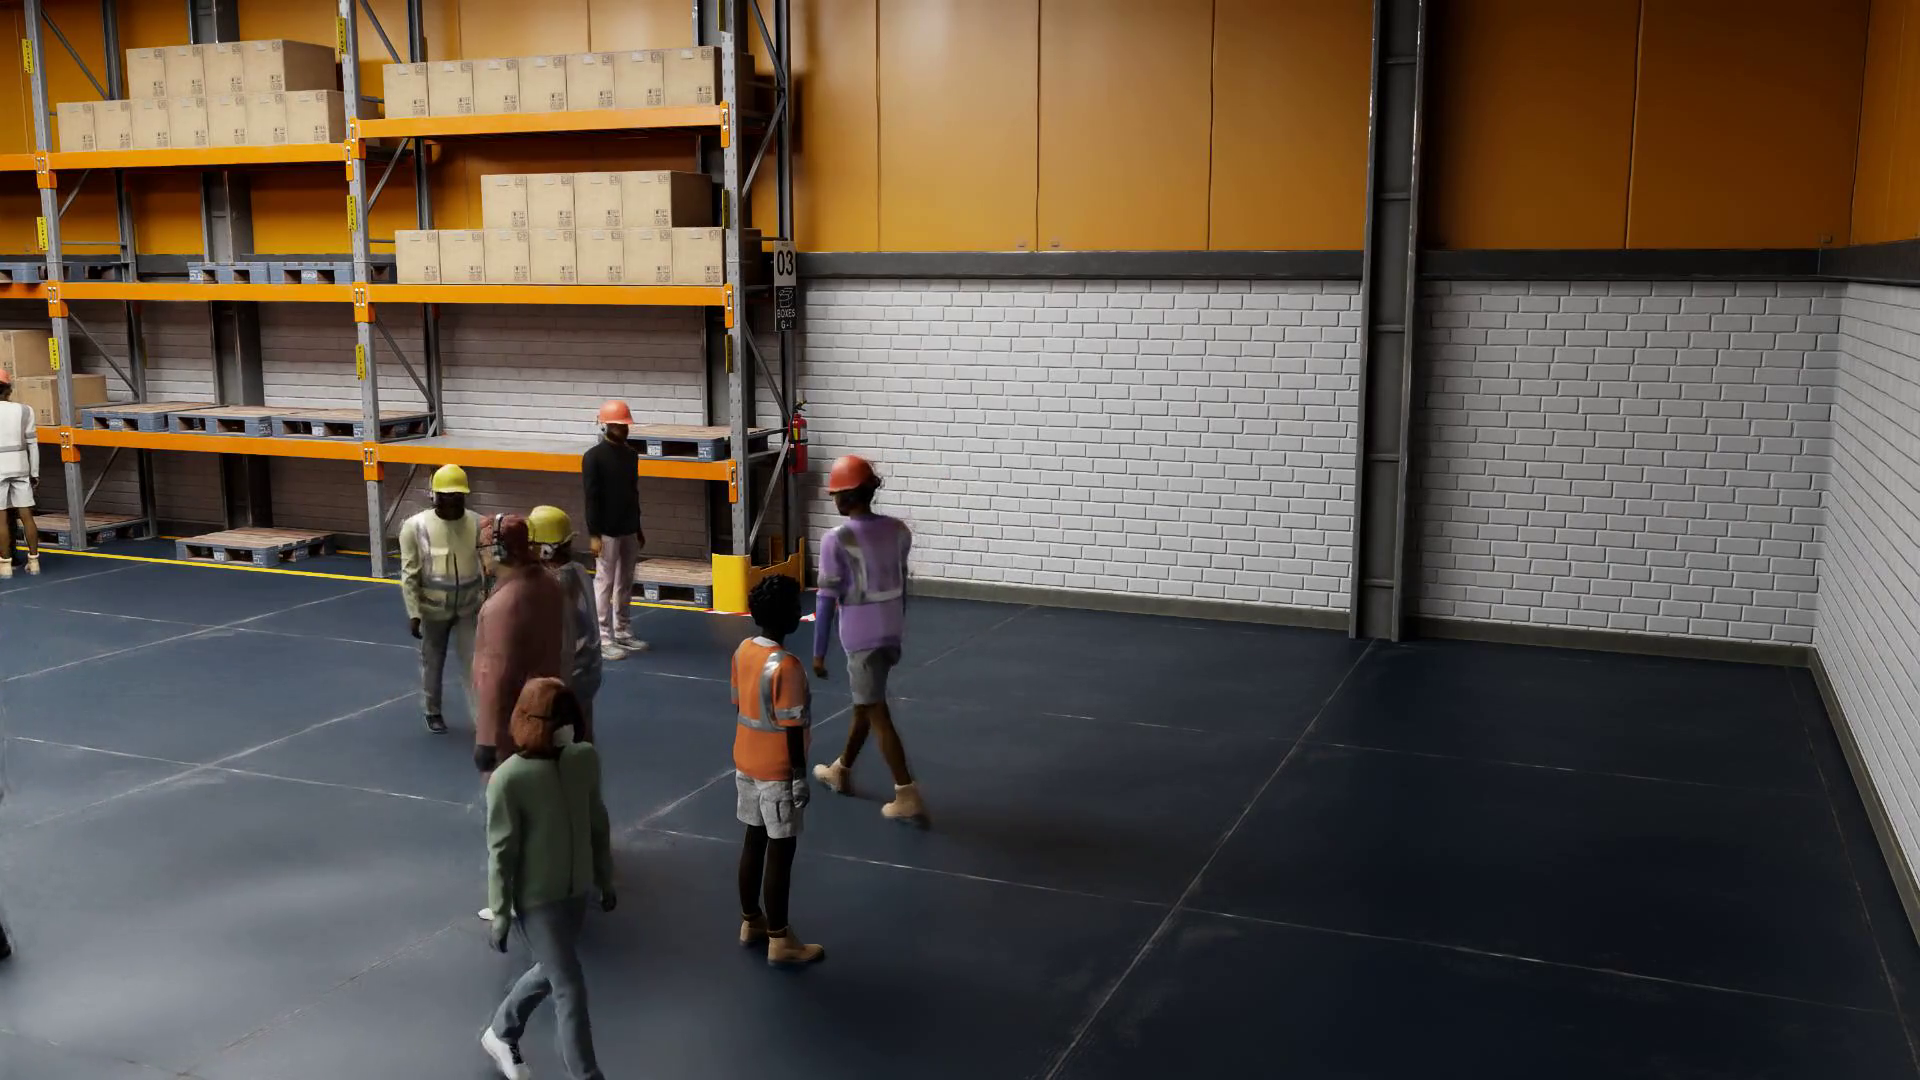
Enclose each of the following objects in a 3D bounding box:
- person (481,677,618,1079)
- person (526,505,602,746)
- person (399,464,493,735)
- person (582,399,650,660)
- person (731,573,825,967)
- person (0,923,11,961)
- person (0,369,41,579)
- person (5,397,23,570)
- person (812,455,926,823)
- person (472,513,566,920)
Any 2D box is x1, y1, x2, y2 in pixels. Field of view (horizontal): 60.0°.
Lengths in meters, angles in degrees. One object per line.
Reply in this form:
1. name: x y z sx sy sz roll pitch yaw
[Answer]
1. person: -1.472 1.248 5.912 0.803 1.599 0.508 6 11 31
2. person: -2.004 0.731 8.354 0.403 1.829 0.600 -1 9 -3
3. person: -3.209 0.410 10.462 0.592 1.787 0.946 -5 11 -30
4. person: -2.643 -0.089 12.819 0.393 1.992 0.622 5 10 26
5. person: -0.802 0.985 7.216 0.317 1.695 0.540 -6 11 -32
6. person: -4.258 0.977 6.704 0.544 1.873 1.025 1 9 7
7. person: -9.239 -0.650 16.084 0.392 2.038 0.611 8 12 39
8. person: -9.586 -0.655 16.491 0.653 1.918 0.380 6 11 33
9. person: -0.504 0.528 9.149 1.034 1.983 0.621 9 13 44
10. person: -2.065 0.815 7.675 0.428 1.888 0.704 1 9 4
